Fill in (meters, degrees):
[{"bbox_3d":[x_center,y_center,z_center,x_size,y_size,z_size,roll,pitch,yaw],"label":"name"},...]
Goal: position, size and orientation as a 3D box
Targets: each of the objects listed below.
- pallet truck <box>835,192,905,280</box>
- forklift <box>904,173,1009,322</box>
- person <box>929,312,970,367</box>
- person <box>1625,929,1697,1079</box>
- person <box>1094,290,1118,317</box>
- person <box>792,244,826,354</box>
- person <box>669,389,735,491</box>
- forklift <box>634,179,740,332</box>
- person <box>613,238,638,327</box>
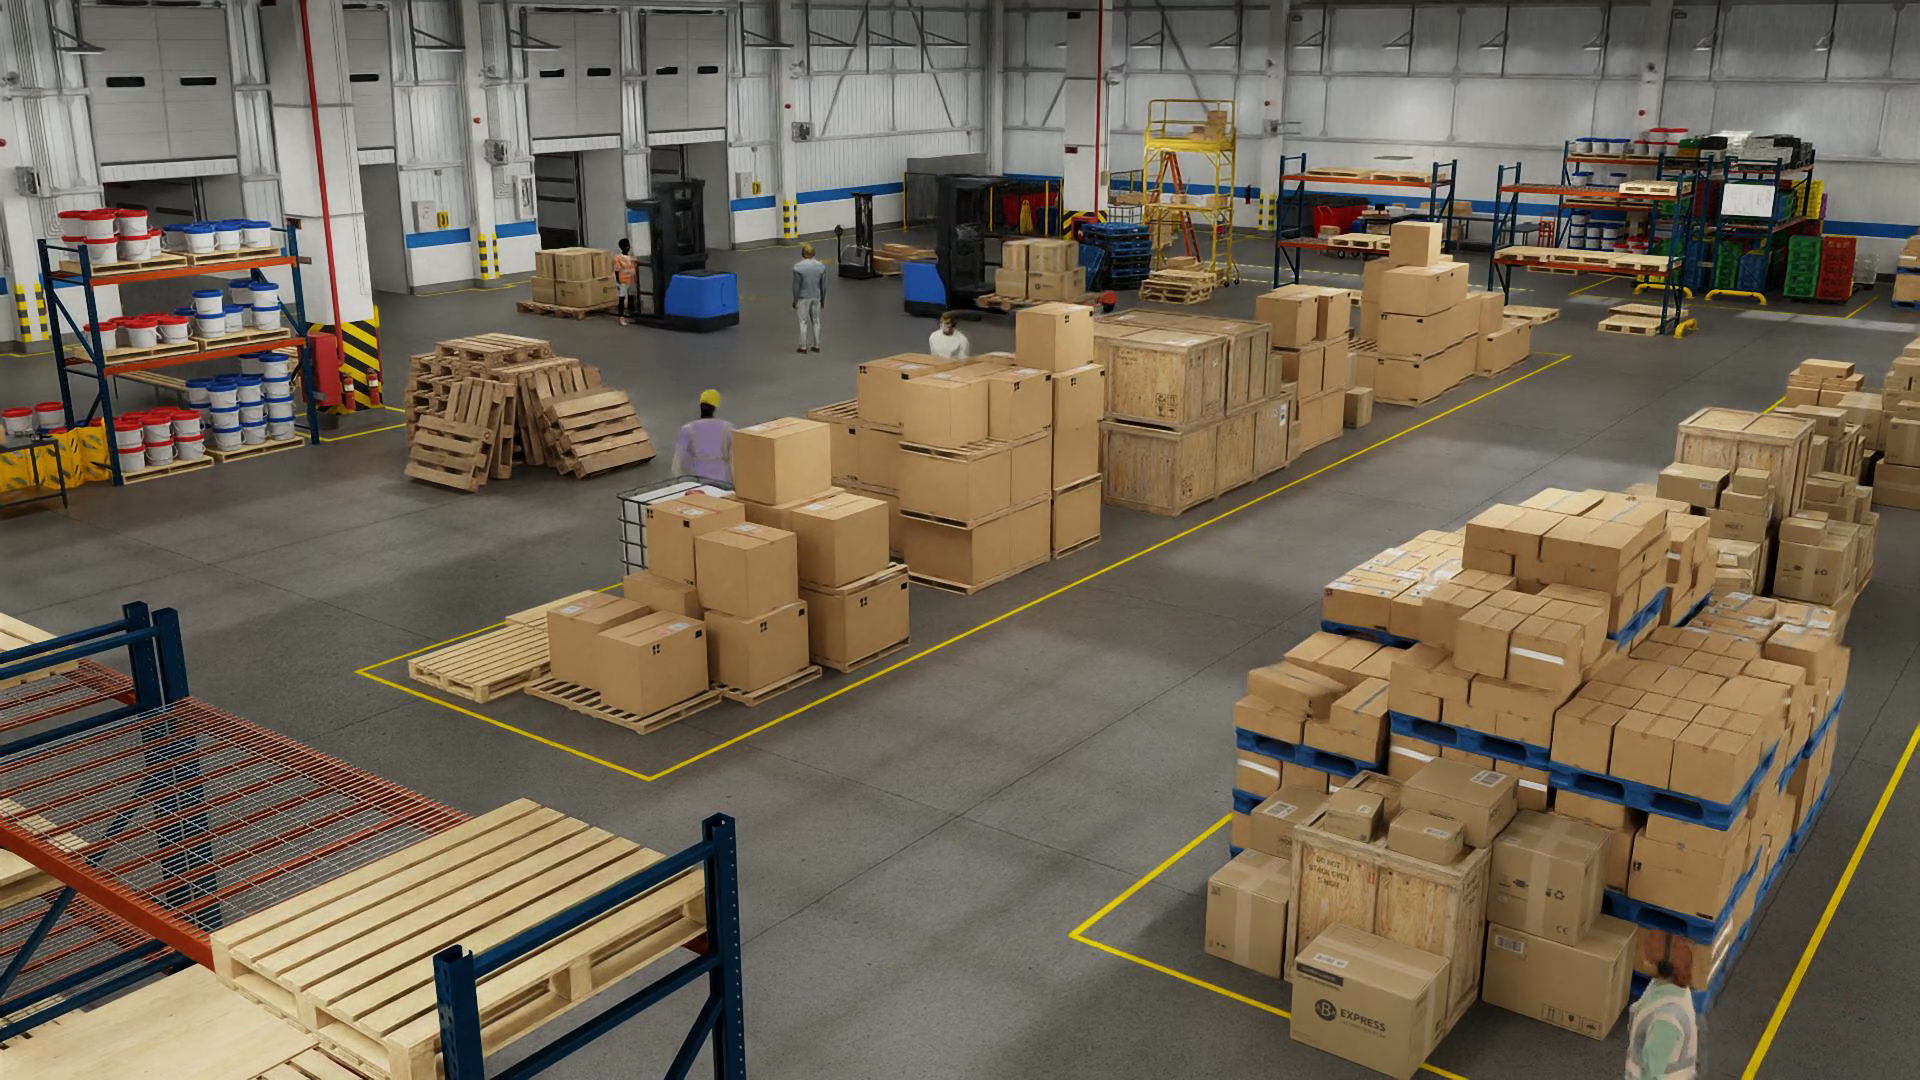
[{"bbox_3d":[-1.936,-7.159,38.982,1.885,1.965,0.823,-12,21,-34],"label":"pallet truck"},{"bbox_3d":[-0.104,-5.897,33.301,1.873,2.768,1.129,11,20,32],"label":"forklift"},{"bbox_3d":[-0.194,-2.134,22.515,0.652,1.891,0.961,9,19,27],"label":"person"},{"bbox_3d":[3.166,2.519,7.618,0.857,1.589,0.534,6,18,20],"label":"person"},{"bbox_3d":[2.093,-2.694,24.336,0.554,1.916,0.696,11,20,33],"label":"person"},{"bbox_3d":[-2.678,-4.279,29.575,0.640,1.927,0.388,-9,19,-28],"label":"person"},{"bbox_3d":[-2.736,-0.671,17.744,0.713,1.854,1.026,-7,18,-21],"label":"person"},{"bbox_3d":[-5.290,-5.521,32.057,1.873,2.768,1.129,12,21,35],"label":"forklift"},{"bbox_3d":[-6.500,-5.025,32.429,0.315,1.695,0.541,13,21,37],"label":"person"}]
